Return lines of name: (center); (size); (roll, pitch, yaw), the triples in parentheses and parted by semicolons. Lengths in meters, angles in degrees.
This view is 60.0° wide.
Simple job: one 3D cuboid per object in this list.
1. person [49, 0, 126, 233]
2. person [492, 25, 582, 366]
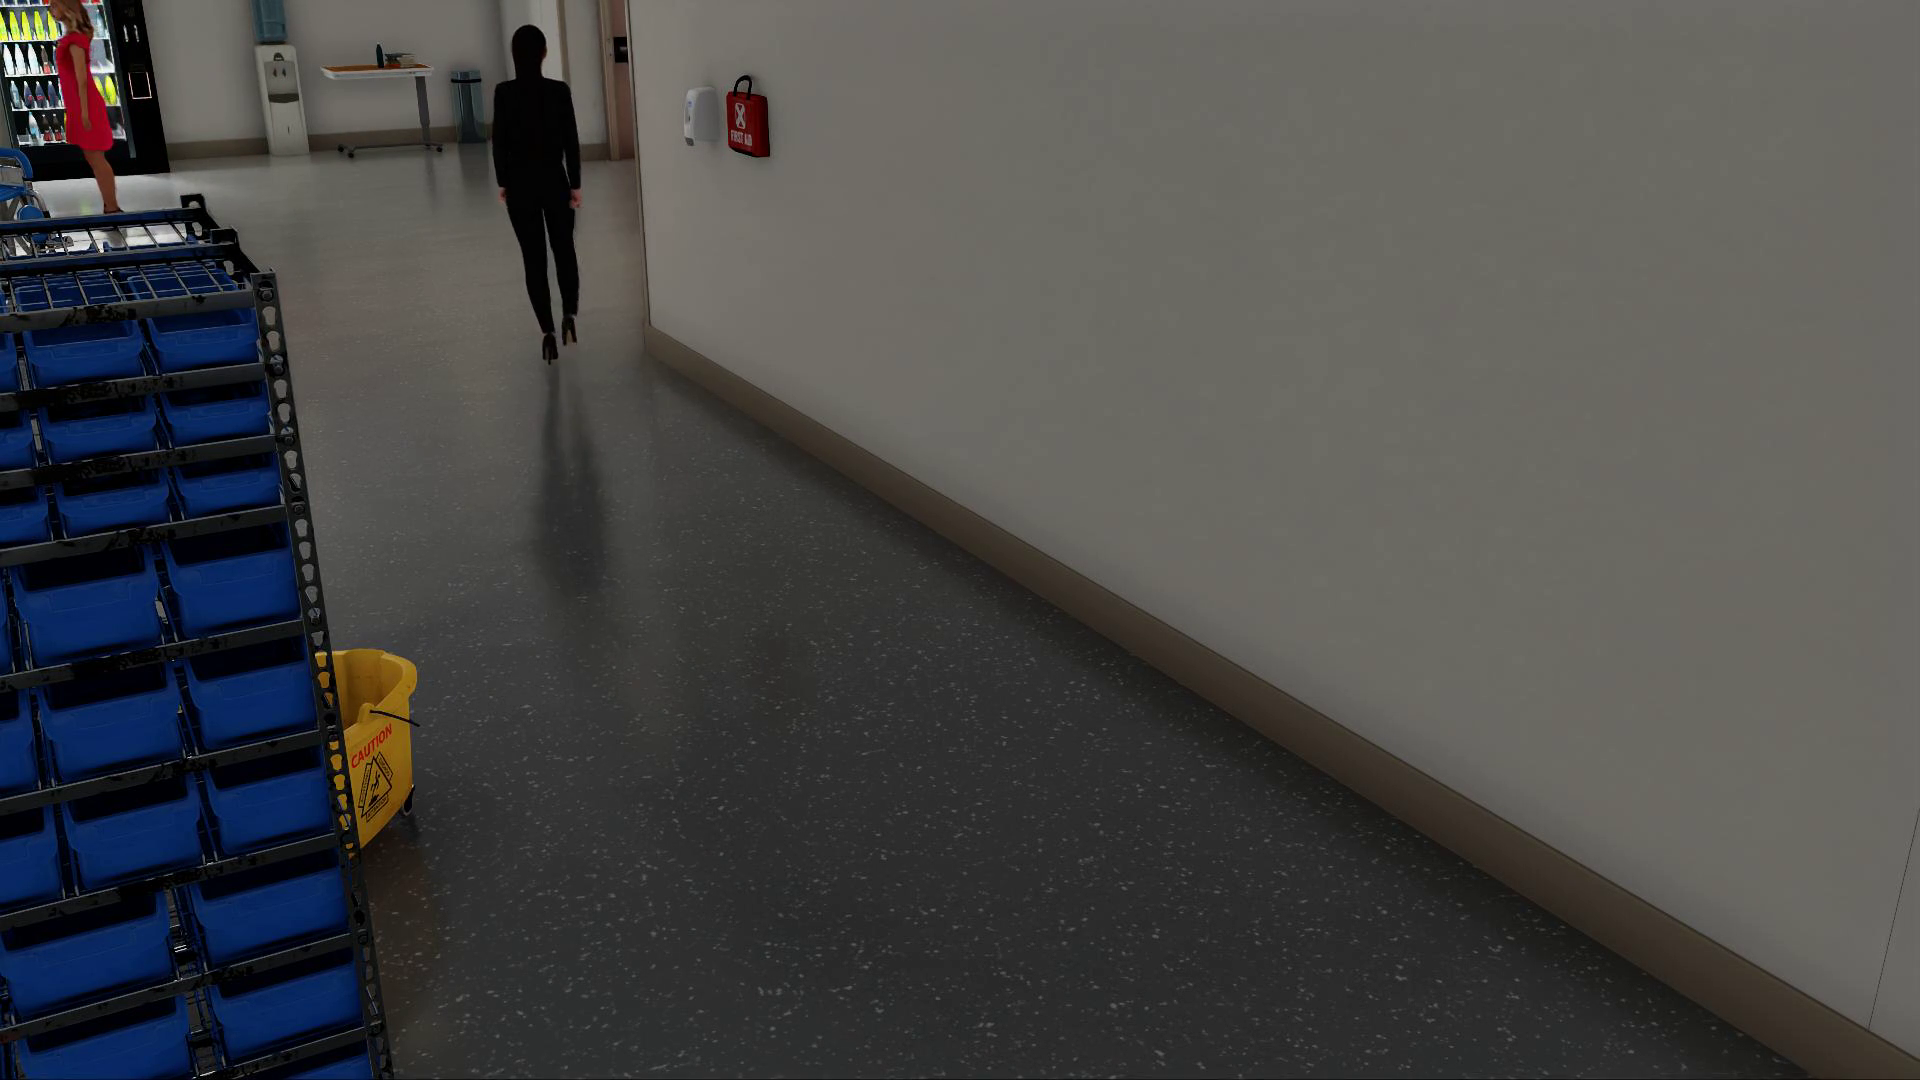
person: (-6.407, -3.165, 12.251); (0.539, 1.723, 0.583); (-10, 23, -25)
person: (-2.153, -1.743, 8.537); (0.670, 1.695, 0.726); (-6, 22, -15)
